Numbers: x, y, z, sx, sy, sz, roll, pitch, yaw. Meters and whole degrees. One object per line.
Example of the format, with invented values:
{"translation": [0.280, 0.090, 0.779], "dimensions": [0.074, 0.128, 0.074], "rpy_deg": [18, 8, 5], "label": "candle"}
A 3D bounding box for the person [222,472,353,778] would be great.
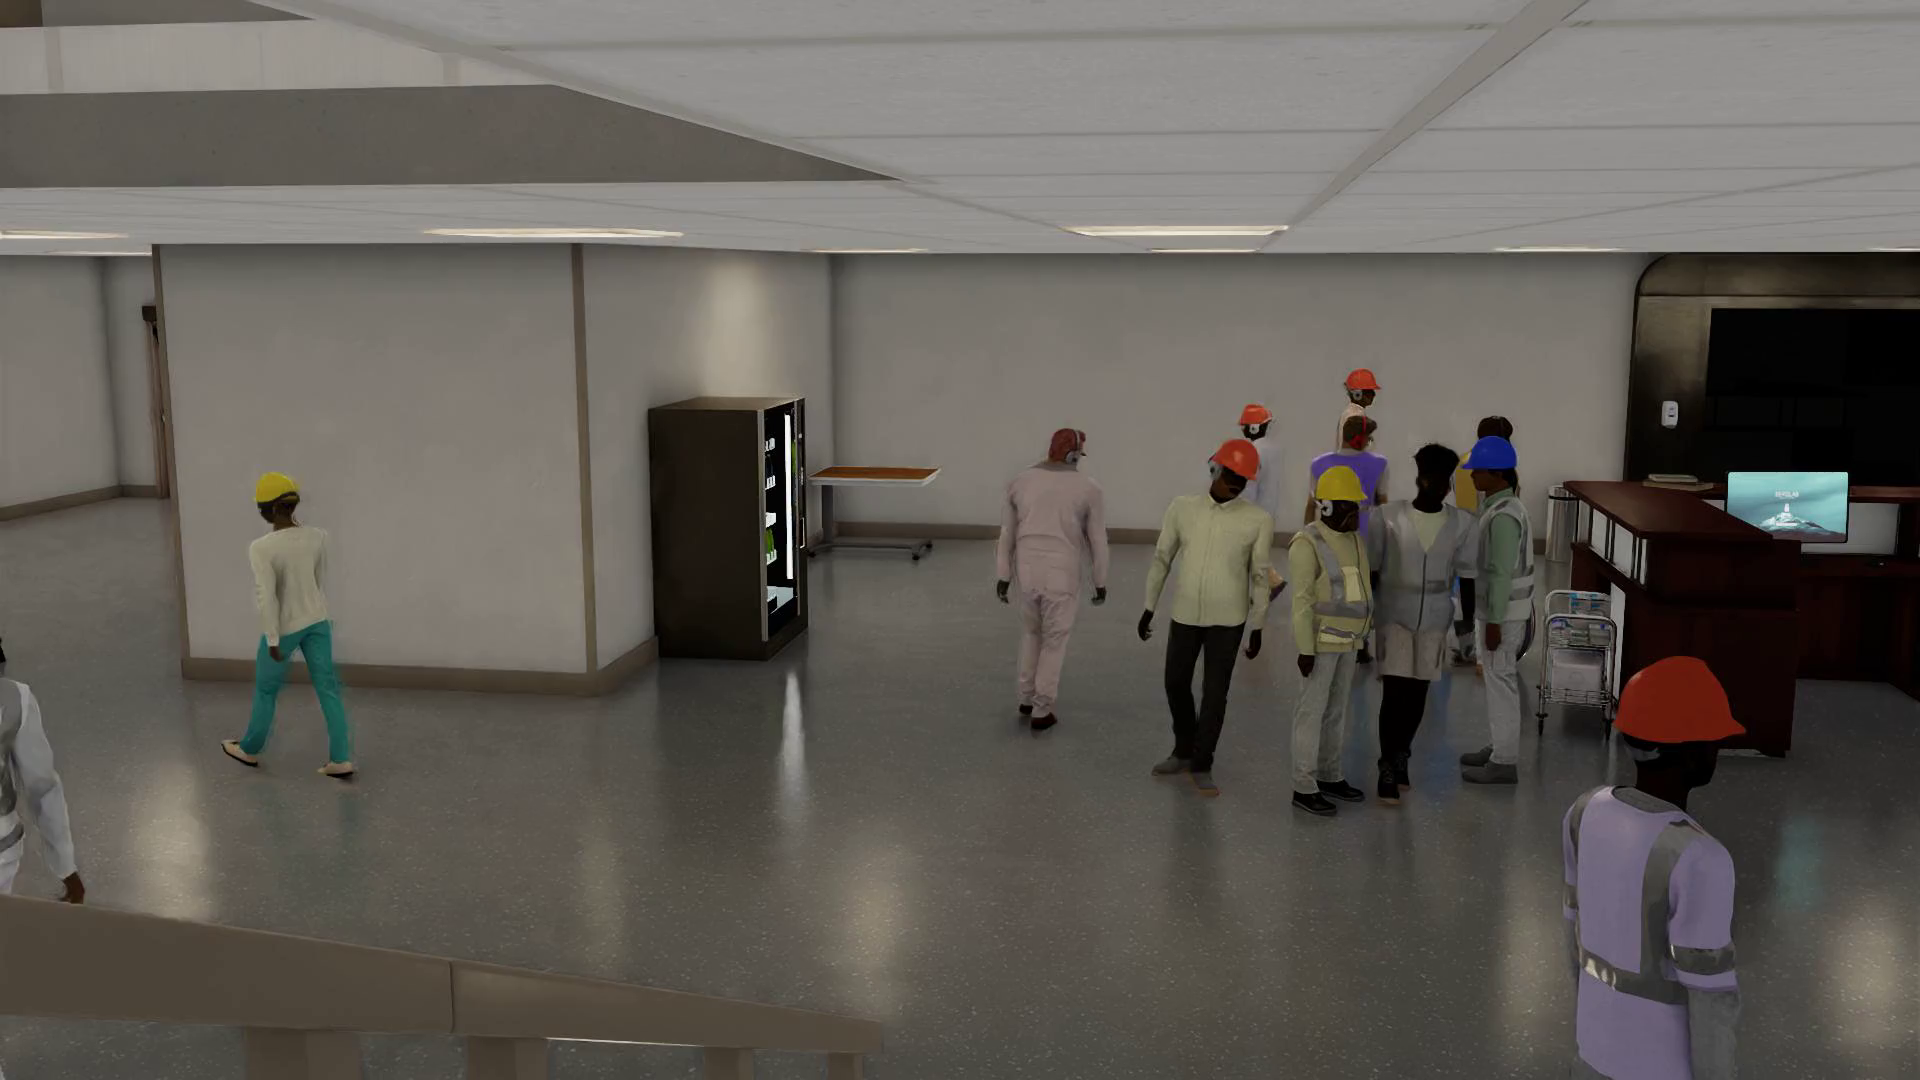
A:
{"translation": [-3.797, 0.478, 9.371], "dimensions": [0.913, 1.719, 0.525], "rpy_deg": [5, 11, 29], "label": "person"}

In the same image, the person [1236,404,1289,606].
{"translation": [2.536, -0.275, 13.982], "dimensions": [0.480, 1.734, 0.572], "rpy_deg": [6, 11, 33], "label": "person"}

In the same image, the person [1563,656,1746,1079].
{"translation": [1.681, 1.234, 4.037], "dimensions": [0.350, 1.941, 0.545], "rpy_deg": [-3, 10, -16], "label": "person"}

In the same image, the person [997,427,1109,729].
{"translation": [0.581, 0.235, 10.431], "dimensions": [0.663, 1.866, 0.654], "rpy_deg": [4, 10, 25], "label": "person"}

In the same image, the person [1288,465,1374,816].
{"translation": [1.971, 0.518, 8.785], "dimensions": [0.403, 1.835, 0.587], "rpy_deg": [9, 13, 42], "label": "person"}

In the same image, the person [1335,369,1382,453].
{"translation": [3.468, -0.501, 14.573], "dimensions": [0.375, 1.995, 0.611], "rpy_deg": [2, 9, 14], "label": "person"}

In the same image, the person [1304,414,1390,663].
{"translation": [2.797, -0.009, 12.090], "dimensions": [0.629, 1.818, 0.567], "rpy_deg": [3, 10, 17], "label": "person"}

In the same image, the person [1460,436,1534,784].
{"translation": [2.979, 0.384, 9.298], "dimensions": [0.420, 1.939, 0.605], "rpy_deg": [2, 10, 15], "label": "person"}

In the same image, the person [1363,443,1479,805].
{"translation": [2.453, 0.454, 8.876], "dimensions": [0.637, 1.927, 0.799], "rpy_deg": [0, 9, 2], "label": "person"}

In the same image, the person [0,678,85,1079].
{"translation": [-3.259, 1.067, 5.405], "dimensions": [0.997, 1.845, 0.595], "rpy_deg": [8, 12, 39], "label": "person"}

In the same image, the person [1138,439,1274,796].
{"translation": [1.348, 0.411, 9.121], "dimensions": [0.708, 1.949, 0.525], "rpy_deg": [4, 10, 22], "label": "person"}

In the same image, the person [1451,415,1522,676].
{"translation": [3.716, 0.039, 11.742], "dimensions": [0.430, 1.838, 0.626], "rpy_deg": [-3, 10, -16], "label": "person"}

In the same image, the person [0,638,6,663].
{"translation": [-7.155, -0.050, 11.964], "dimensions": [0.543, 1.939, 0.361], "rpy_deg": [9, 13, 44], "label": "person"}
